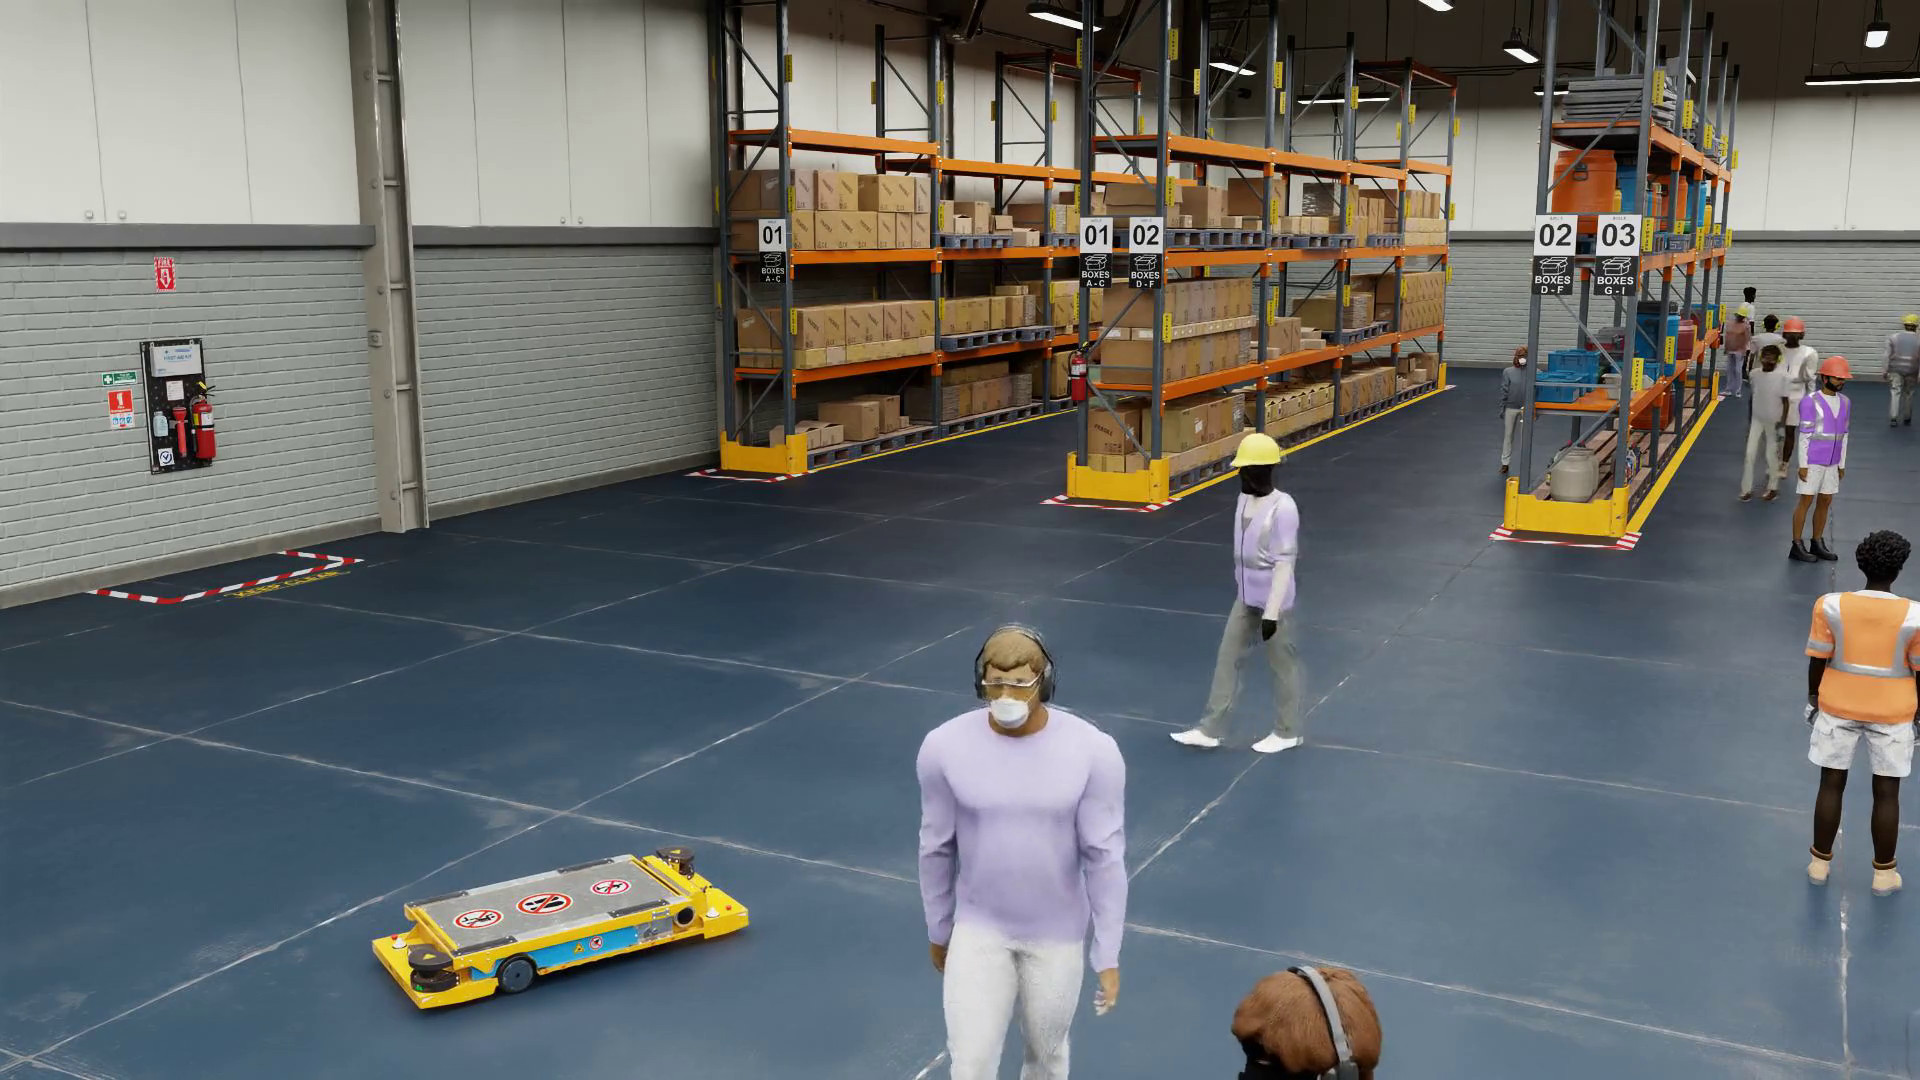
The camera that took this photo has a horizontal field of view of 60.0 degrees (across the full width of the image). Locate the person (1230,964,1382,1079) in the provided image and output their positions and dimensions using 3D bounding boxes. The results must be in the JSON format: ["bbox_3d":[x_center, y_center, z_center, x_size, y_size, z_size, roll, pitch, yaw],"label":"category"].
[{"bbox_3d":[0.595,1.606,2.904,0.428,1.835,0.627,-3,11,-17],"label":"person"}]

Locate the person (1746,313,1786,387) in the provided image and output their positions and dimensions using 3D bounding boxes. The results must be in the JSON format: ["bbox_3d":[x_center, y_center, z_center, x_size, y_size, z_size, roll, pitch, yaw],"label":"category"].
[{"bbox_3d":[12.057,-2.444,24.881,0.519,1.873,0.335,7,13,34],"label":"person"}]

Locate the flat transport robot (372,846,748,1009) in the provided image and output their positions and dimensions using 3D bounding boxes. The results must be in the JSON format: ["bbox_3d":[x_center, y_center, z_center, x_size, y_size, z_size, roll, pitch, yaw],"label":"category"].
[{"bbox_3d":[-1.692,1.618,7.093,1.431,0.197,0.652,-7,13,-34],"label":"flat transport robot"}]

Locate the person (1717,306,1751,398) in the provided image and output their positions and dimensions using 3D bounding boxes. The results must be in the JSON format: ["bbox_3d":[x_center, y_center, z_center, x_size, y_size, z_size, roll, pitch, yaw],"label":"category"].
[{"bbox_3d":[14.557,-3.550,31.321,0.384,1.718,0.697,-5,11,-24],"label":"person"}]

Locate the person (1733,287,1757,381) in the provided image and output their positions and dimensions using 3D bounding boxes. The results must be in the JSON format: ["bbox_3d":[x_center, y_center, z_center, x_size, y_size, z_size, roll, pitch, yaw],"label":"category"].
[{"bbox_3d":[16.457,-4.316,34.825,0.367,1.966,0.606,-1,10,-5],"label":"person"}]

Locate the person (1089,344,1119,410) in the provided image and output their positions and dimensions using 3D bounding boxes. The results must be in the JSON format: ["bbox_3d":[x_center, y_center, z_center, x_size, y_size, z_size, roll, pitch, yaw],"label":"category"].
[{"bbox_3d":[1.848,-1.749,21.750,0.530,1.615,0.386,5,12,26],"label":"person"}]

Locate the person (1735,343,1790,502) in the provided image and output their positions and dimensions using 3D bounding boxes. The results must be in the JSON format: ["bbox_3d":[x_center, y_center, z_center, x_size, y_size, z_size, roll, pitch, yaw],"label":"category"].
[{"bbox_3d":[9.120,-1.315,18.858,0.875,1.822,0.540,-9,13,-39],"label":"person"}]

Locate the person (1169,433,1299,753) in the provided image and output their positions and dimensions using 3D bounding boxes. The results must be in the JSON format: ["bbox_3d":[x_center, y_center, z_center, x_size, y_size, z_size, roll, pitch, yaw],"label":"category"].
[{"bbox_3d":[1.633,0.338,9.624,0.871,1.893,0.612,-4,11,-22],"label":"person"}]

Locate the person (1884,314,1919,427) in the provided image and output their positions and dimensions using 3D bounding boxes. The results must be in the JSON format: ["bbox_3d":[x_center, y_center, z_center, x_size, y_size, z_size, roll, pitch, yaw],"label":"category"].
[{"bbox_3d":[15.052,-2.697,26.496,0.597,1.792,0.921,7,12,33],"label":"person"}]

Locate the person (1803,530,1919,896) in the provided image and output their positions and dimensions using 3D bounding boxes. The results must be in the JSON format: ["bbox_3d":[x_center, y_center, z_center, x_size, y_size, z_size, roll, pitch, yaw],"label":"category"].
[{"bbox_3d":[4.193,0.795,7.693,0.542,1.695,0.316,7,12,33],"label":"person"}]

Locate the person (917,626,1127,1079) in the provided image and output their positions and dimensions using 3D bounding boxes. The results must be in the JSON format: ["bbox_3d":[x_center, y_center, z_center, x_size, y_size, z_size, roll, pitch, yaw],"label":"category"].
[{"bbox_3d":[0.168,1.210,4.868,0.634,1.909,0.867,1,10,5],"label":"person"}]

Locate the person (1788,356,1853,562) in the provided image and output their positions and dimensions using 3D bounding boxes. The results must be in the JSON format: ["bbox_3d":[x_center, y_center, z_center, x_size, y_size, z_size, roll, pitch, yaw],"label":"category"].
[{"bbox_3d":[8.038,-0.745,15.475,0.541,1.930,0.386,-3,11,-16],"label":"person"}]

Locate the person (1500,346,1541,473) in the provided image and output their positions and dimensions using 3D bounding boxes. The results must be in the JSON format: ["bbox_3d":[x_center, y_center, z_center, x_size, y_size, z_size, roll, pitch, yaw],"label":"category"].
[{"bbox_3d":[7.153,-1.660,21.253,0.500,1.633,0.281,3,11,18],"label":"person"}]

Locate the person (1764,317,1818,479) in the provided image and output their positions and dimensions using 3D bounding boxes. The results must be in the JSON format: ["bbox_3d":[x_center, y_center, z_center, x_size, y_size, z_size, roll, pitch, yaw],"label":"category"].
[{"bbox_3d":[10.261,-1.748,20.642,0.635,2.029,0.524,6,12,30],"label":"person"}]
